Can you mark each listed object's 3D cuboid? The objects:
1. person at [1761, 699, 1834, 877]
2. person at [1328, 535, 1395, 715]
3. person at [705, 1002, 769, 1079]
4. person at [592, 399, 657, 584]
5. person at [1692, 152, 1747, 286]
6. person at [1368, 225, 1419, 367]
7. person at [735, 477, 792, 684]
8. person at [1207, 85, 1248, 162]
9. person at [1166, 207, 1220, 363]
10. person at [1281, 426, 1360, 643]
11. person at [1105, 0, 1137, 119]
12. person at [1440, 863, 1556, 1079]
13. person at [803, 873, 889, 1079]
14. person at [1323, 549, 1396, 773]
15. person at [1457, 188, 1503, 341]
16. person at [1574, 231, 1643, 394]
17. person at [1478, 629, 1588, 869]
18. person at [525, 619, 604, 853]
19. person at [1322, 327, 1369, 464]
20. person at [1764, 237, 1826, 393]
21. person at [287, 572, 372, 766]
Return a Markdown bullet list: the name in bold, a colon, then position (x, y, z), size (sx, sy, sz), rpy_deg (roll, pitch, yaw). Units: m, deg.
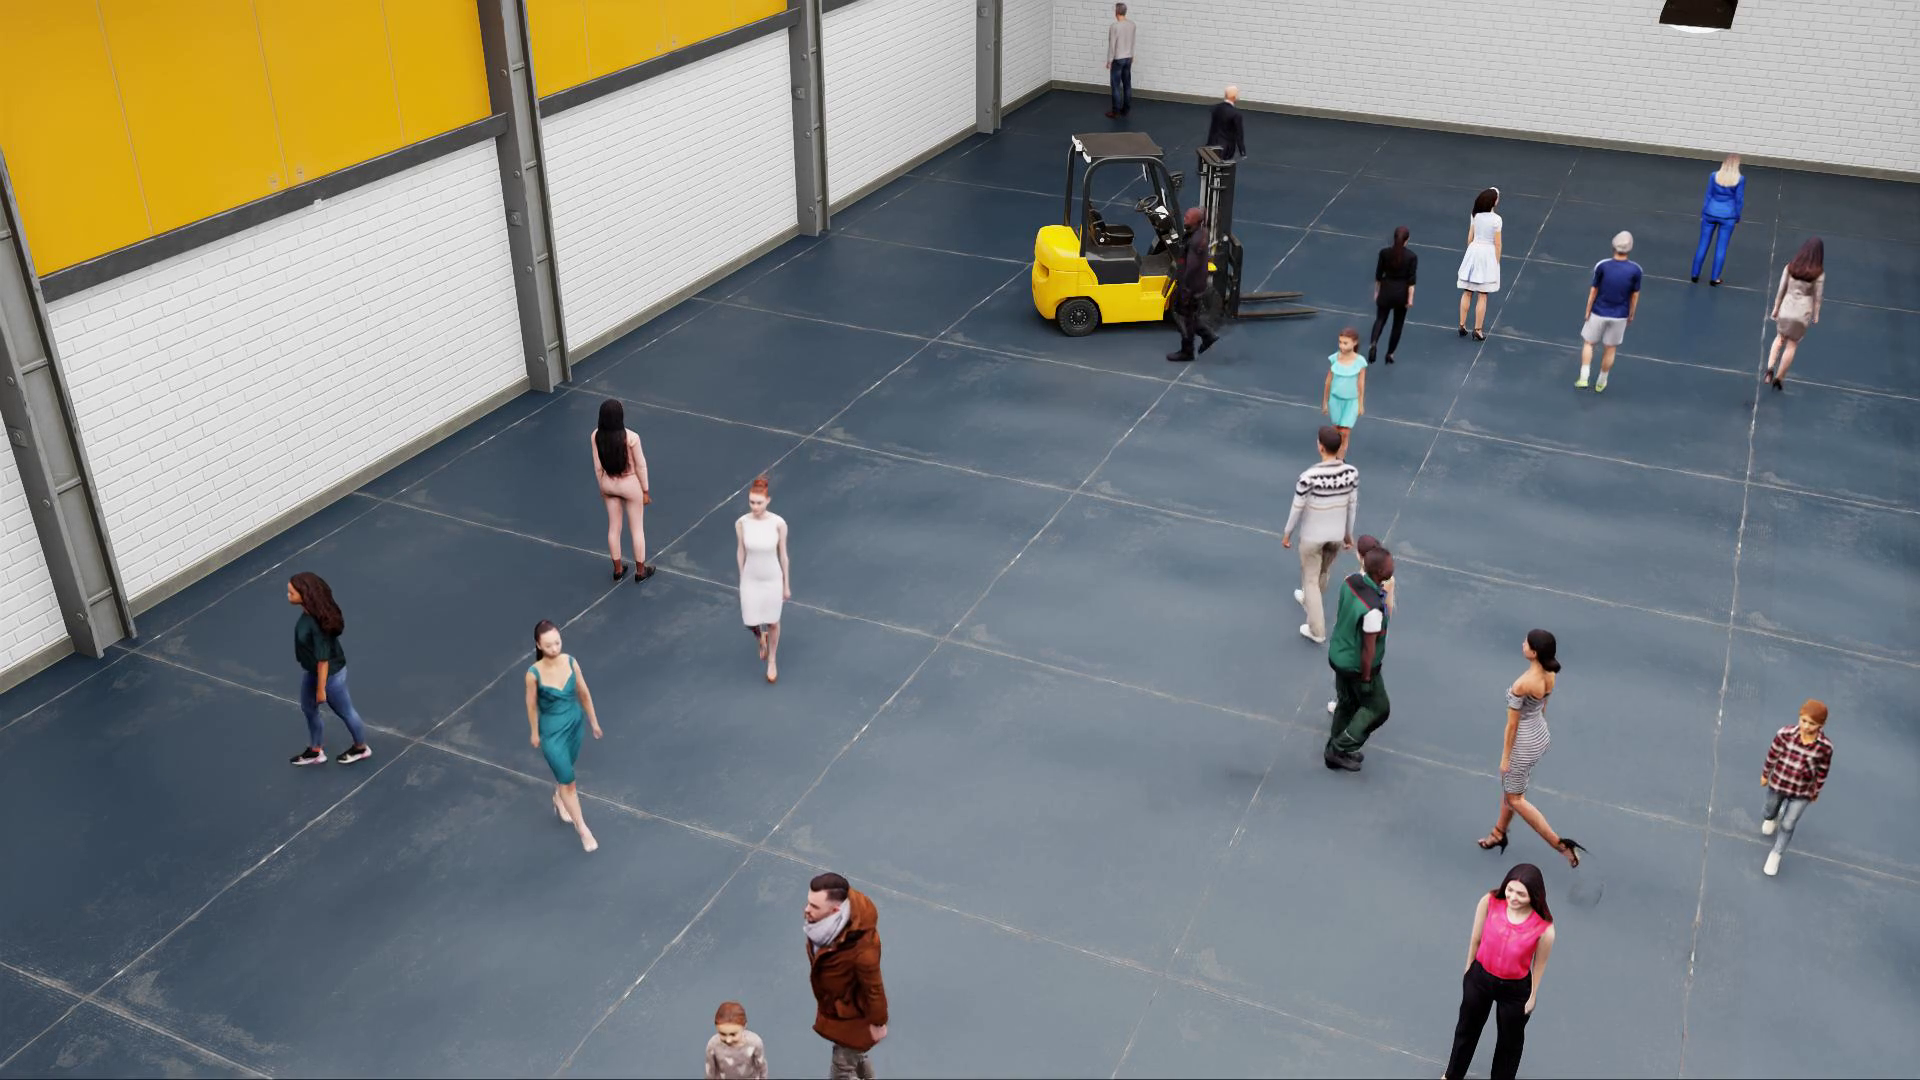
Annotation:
- **person**: position (5.593, 1.596, 11.151), size (0.609, 1.293, 0.831), rpy_deg (18, 33, 29)
- **person**: position (3.006, 0.752, 12.387), size (0.741, 1.592, 0.790), rpy_deg (-3, 29, -5)
- **person**: position (-1.176, 2.914, 8.840), size (0.552, 1.194, 0.575), rpy_deg (-2, 29, -4)
- **person**: position (-2.928, -0.428, 14.415), size (0.659, 1.722, 0.610), rpy_deg (6, 29, 11)
- **person**: position (9.654, -4.088, 21.149), size (0.651, 1.699, 0.593), rpy_deg (18, 33, 30)
- **person**: position (4.832, -2.688, 18.637), size (0.638, 1.647, 0.832), rpy_deg (16, 32, 26)
- **person**: position (-1.509, 0.296, 13.020), size (0.702, 1.786, 0.782), rpy_deg (1, 29, 2)
- **person**: position (3.719, -5.585, 23.805), size (0.997, 1.784, 0.927), rpy_deg (-21, 35, -33)
- **person**: position (2.715, -2.882, 18.821), size (0.857, 1.811, 0.824), rpy_deg (6, 29, 11)
- **person**: position (2.966, -0.012, 13.539), size (1.073, 1.831, 1.150), rpy_deg (-8, 30, -14)
- **person**: position (2.759, -8.228, 28.522), size (0.766, 1.908, 0.898), rpy_deg (-19, 34, -31)
- **person**: position (2.978, 2.462, 9.182), size (0.611, 1.660, 0.564), rpy_deg (18, 33, 30)
- **person**: position (-0.548, 2.498, 8.954), size (0.858, 1.814, 0.833), rpy_deg (-17, 33, -28)
- **person**: position (2.756, 0.882, 11.908), size (0.901, 1.823, 0.814), rpy_deg (-5, 29, -9)
- **person**: position (6.086, -3.219, 19.431), size (0.848, 1.818, 0.811), rpy_deg (-24, 37, -37)
- **person**: position (7.018, -2.423, 17.960), size (0.682, 1.830, 0.759), rpy_deg (11, 30, 19)
- **person**: position (3.795, 1.430, 10.930), size (1.001, 1.798, 0.892), rpy_deg (-24, 37, -37)
- **person**: position (-2.761, 1.269, 11.370), size (0.927, 1.658, 0.866), rpy_deg (-23, 36, -35)
- **person**: position (3.798, -1.376, 16.348), size (0.606, 1.535, 0.886), rpy_deg (16, 32, 27)
- **person**: position (9.018, -2.403, 18.023), size (0.698, 1.734, 0.681), rpy_deg (-25, 37, -38)
- **person**: position (-4.507, 0.930, 12.049), size (0.913, 1.604, 0.826), rpy_deg (-15, 32, -25)
